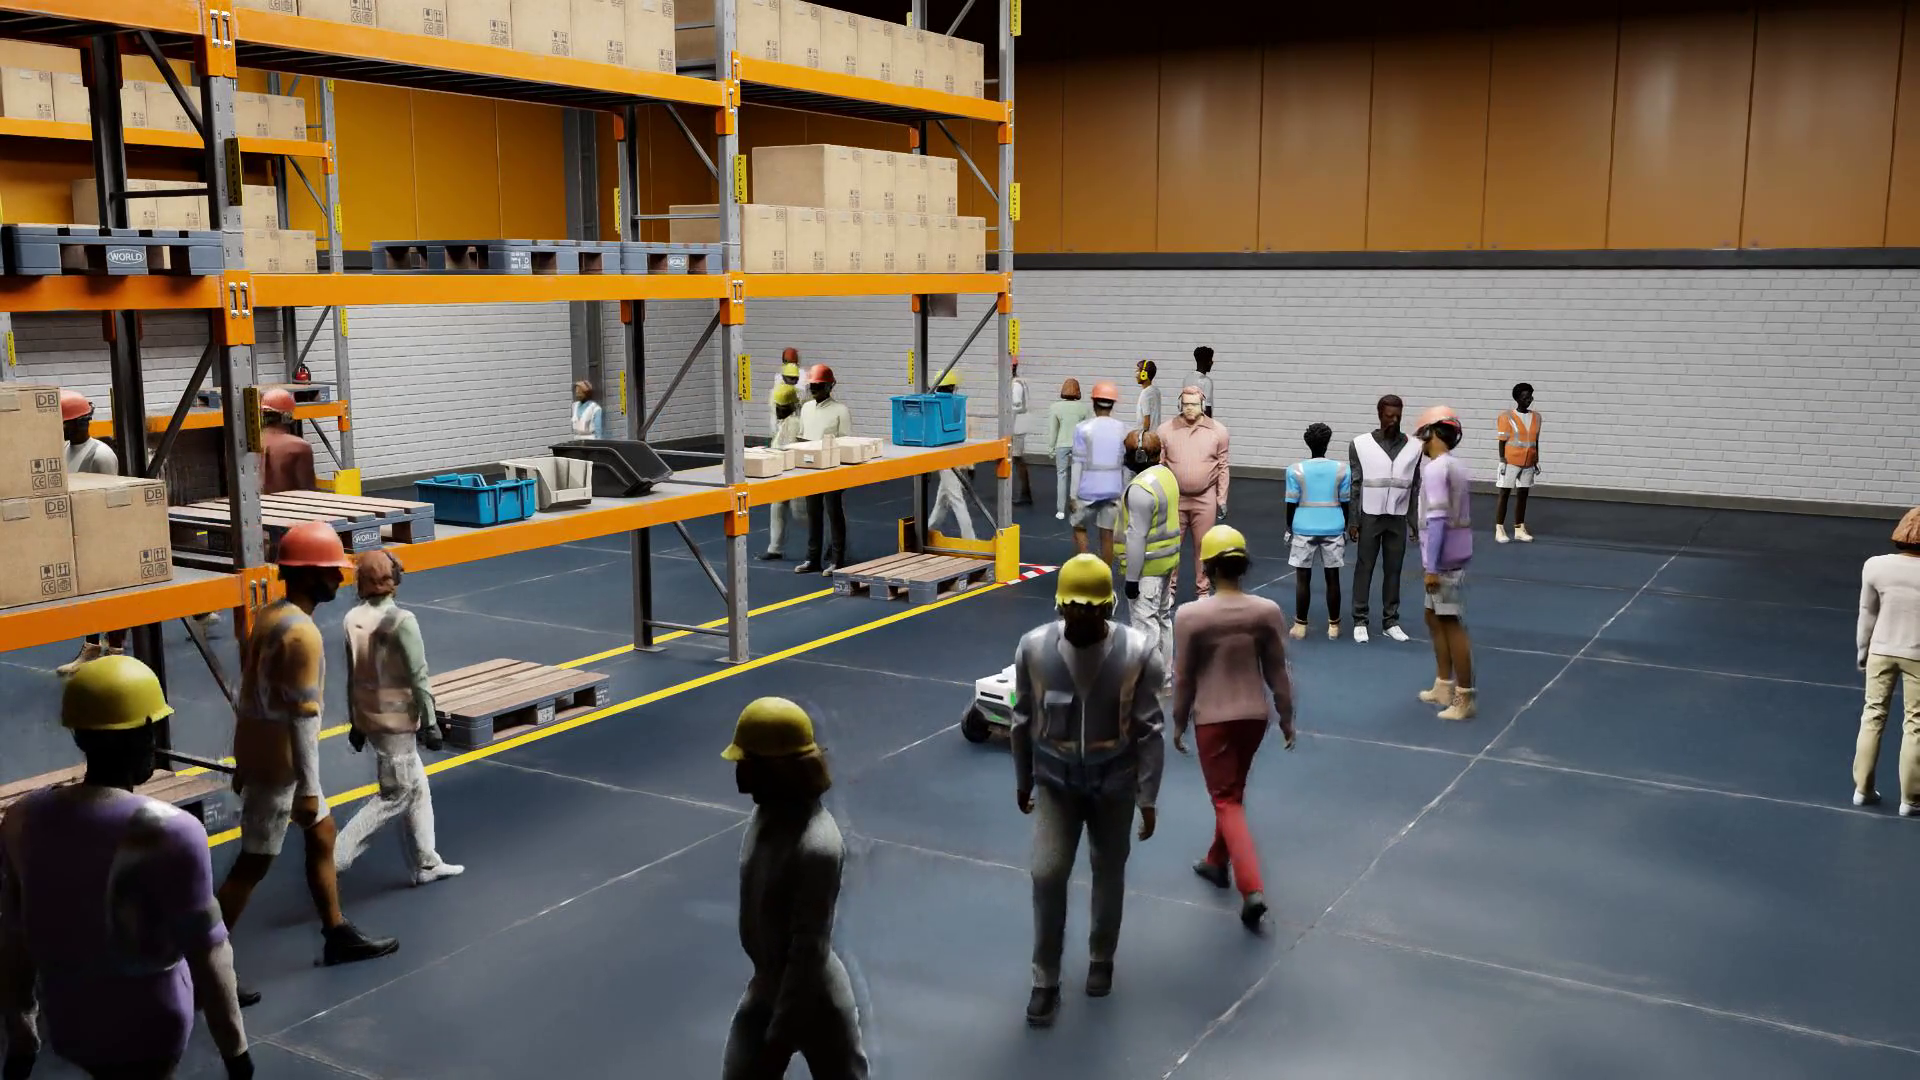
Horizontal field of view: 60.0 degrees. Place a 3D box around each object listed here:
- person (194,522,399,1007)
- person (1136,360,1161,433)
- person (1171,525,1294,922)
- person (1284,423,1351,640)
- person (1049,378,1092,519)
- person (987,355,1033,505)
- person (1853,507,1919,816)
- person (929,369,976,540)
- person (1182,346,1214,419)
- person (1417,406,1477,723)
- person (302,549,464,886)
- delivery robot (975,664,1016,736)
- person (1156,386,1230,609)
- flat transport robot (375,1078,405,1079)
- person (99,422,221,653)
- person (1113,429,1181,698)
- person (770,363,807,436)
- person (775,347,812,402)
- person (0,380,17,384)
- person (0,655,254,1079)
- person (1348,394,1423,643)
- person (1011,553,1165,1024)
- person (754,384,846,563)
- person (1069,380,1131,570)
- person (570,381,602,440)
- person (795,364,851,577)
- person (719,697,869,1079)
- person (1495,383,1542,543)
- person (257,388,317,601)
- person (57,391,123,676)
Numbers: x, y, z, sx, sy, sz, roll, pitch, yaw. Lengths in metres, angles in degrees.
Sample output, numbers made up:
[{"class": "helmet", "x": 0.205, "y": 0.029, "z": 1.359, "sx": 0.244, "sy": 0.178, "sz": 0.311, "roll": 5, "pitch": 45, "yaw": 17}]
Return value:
[{"class": "person", "x": -2.705, "y": 0.871, "z": 6.551, "sx": 0.853, "sy": 1.877, "sz": 0.562, "roll": -5, "pitch": 10, "yaw": -29}, {"class": "person", "x": 2.106, "y": -1.099, "z": 18.806, "sx": 0.332, "sy": 1.874, "sz": 0.520, "roll": 4, "pitch": 10, "yaw": 22}, {"class": "person", "x": 1.236, "y": 0.798, "z": 7.413, "sx": 0.545, "sy": 1.724, "sz": 0.848, "roll": -3, "pitch": 10, "yaw": -18}, {"class": "person", "x": 2.767, "y": -0.061, "z": 12.884, "sx": 0.529, "sy": 1.694, "sz": 0.321, "roll": 0, "pitch": 9, "yaw": 1}, {"class": "person", "x": 1.279, "y": -1.052, "z": 19.255, "sx": 0.506, "sy": 1.632, "sz": 0.268, "roll": 0, "pitch": 9, "yaw": 2}, {"class": "person", "x": 0.577, "y": -1.353, "z": 20.285, "sx": 0.718, "sy": 1.901, "sz": 0.570, "roll": 0, "pitch": 9, "yaw": -1}, {"class": "person", "x": 4.976, "y": 0.635, "z": 8.751, "sx": 0.272, "sy": 1.627, "sz": 0.502, "roll": -8, "pitch": 12, "yaw": -39}, {"class": "person", "x": -0.170, "y": -0.781, "z": 16.796, "sx": 0.974, "sy": 1.871, "sz": 0.613, "roll": 6, "pitch": 11, "yaw": 35}, {"class": "person", "x": 2.947, "y": -1.415, "z": 20.523, "sx": 0.378, "sy": 1.958, "sz": 0.607, "roll": -3, "pitch": 10, "yaw": -20}, {"class": "person", "x": 3.138, "y": 0.145, "z": 10.700, "sx": 0.541, "sy": 1.988, "sz": 0.694, "roll": 5, "pitch": 10, "yaw": 26}, {"class": "person", "x": -2.644, "y": 0.845, "z": 7.510, "sx": 0.735, "sy": 1.600, "sz": 0.522, "roll": -9, "pitch": 13, "yaw": -44}, {"class": "delivery robot", "x": 0.423, "y": 0.909, "z": 10.079, "sx": 0.477, "sy": 0.478, "sz": 0.707, "roll": 8, "pitch": 12, "yaw": 41}, {"class": "person", "x": 1.929, "y": -0.340, "z": 13.965, "sx": 0.652, "sy": 1.904, "sz": 0.404, "roll": 1, "pitch": 9, "yaw": 8}, {"class": "flat transport robot", "x": -2.221, "y": 1.943, "z": 4.802, "sx": 1.431, "sy": 0.197, "sz": 0.652, "roll": -7, "pitch": 11, "yaw": -35}, {"class": "person", "x": -6.156, "y": -0.073, "z": 12.625, "sx": 0.940, "sy": 1.810, "sz": 0.523, "roll": -5, "pitch": 11, "yaw": -31}, {"class": "person", "x": 1.216, "y": 0.188, "z": 10.913, "sx": 0.431, "sy": 1.835, "sz": 0.624, "roll": 4, "pitch": 10, "yaw": 23}, {"class": "person", "x": -2.170, "y": -1.361, "z": 20.856, "sx": 0.524, "sy": 1.736, "sz": 0.777, "roll": -5, "pitch": 11, "yaw": -30}, {"class": "person", "x": -2.183, "y": -1.643, "z": 22.239, "sx": 0.571, "sy": 1.863, "sz": 0.735, "roll": -5, "pitch": 11, "yaw": -30}, {"class": "person", "x": -7.749, "y": -0.335, "z": 13.514, "sx": 0.691, "sy": 2.000, "sz": 1.012, "roll": 8, "pitch": 12, "yaw": 41}, {"class": "person", "x": -2.136, "y": 1.222, "z": 4.303, "sx": 0.607, "sy": 1.871, "sz": 1.017, "roll": 3, "pitch": 10, "yaw": 19}, {"class": "person", "x": 3.276, "y": -0.171, "z": 12.865, "sx": 0.593, "sy": 1.921, "sz": 0.392, "roll": -1, "pitch": 9, "yaw": -8}, {"class": "person", "x": 0.477, "y": 0.936, "z": 6.341, "sx": 0.602, "sy": 1.794, "sz": 0.740, "roll": 1, "pitch": 9, "yaw": 8}, {"class": "person", "x": -1.568, "y": -0.645, "z": 16.250, "sx": 0.812, "sy": 1.790, "sz": 0.600, "roll": -2, "pitch": 9, "yaw": -14}, {"class": "person", "x": 1.207, "y": -0.423, "z": 14.477, "sx": 0.568, "sy": 1.923, "sz": 0.423, "roll": -2, "pitch": 9, "yaw": -13}, {"class": "person", "x": -4.280, "y": -1.010, "z": 19.016, "sx": 0.532, "sy": 1.612, "sz": 0.565, "roll": 6, "pitch": 11, "yaw": 35}, {"class": "person", "x": -1.294, "y": -0.654, "z": 15.642, "sx": 0.610, "sy": 1.996, "sz": 0.378, "roll": 6, "pitch": 11, "yaw": 34}, {"class": "person", "x": -0.471, "y": 1.262, "z": 4.612, "sx": 0.904, "sy": 1.697, "sz": 0.489, "roll": -6, "pitch": 11, "yaw": -34}, {"class": "person", "x": 5.904, "y": -0.816, "z": 17.584, "sx": 0.530, "sy": 1.697, "sz": 0.321, "roll": -3, "pitch": 10, "yaw": -18}, {"class": "person", "x": -5.074, "y": -0.148, "z": 12.528, "sx": 0.650, "sy": 1.977, "sz": 0.476, "roll": 2, "pitch": 9, "yaw": 12}, {"class": "person", "x": -6.124, "y": -0.028, "z": 11.621, "sx": 0.605, "sy": 2.034, "sz": 0.391, "roll": 6, "pitch": 11, "yaw": 32}]
